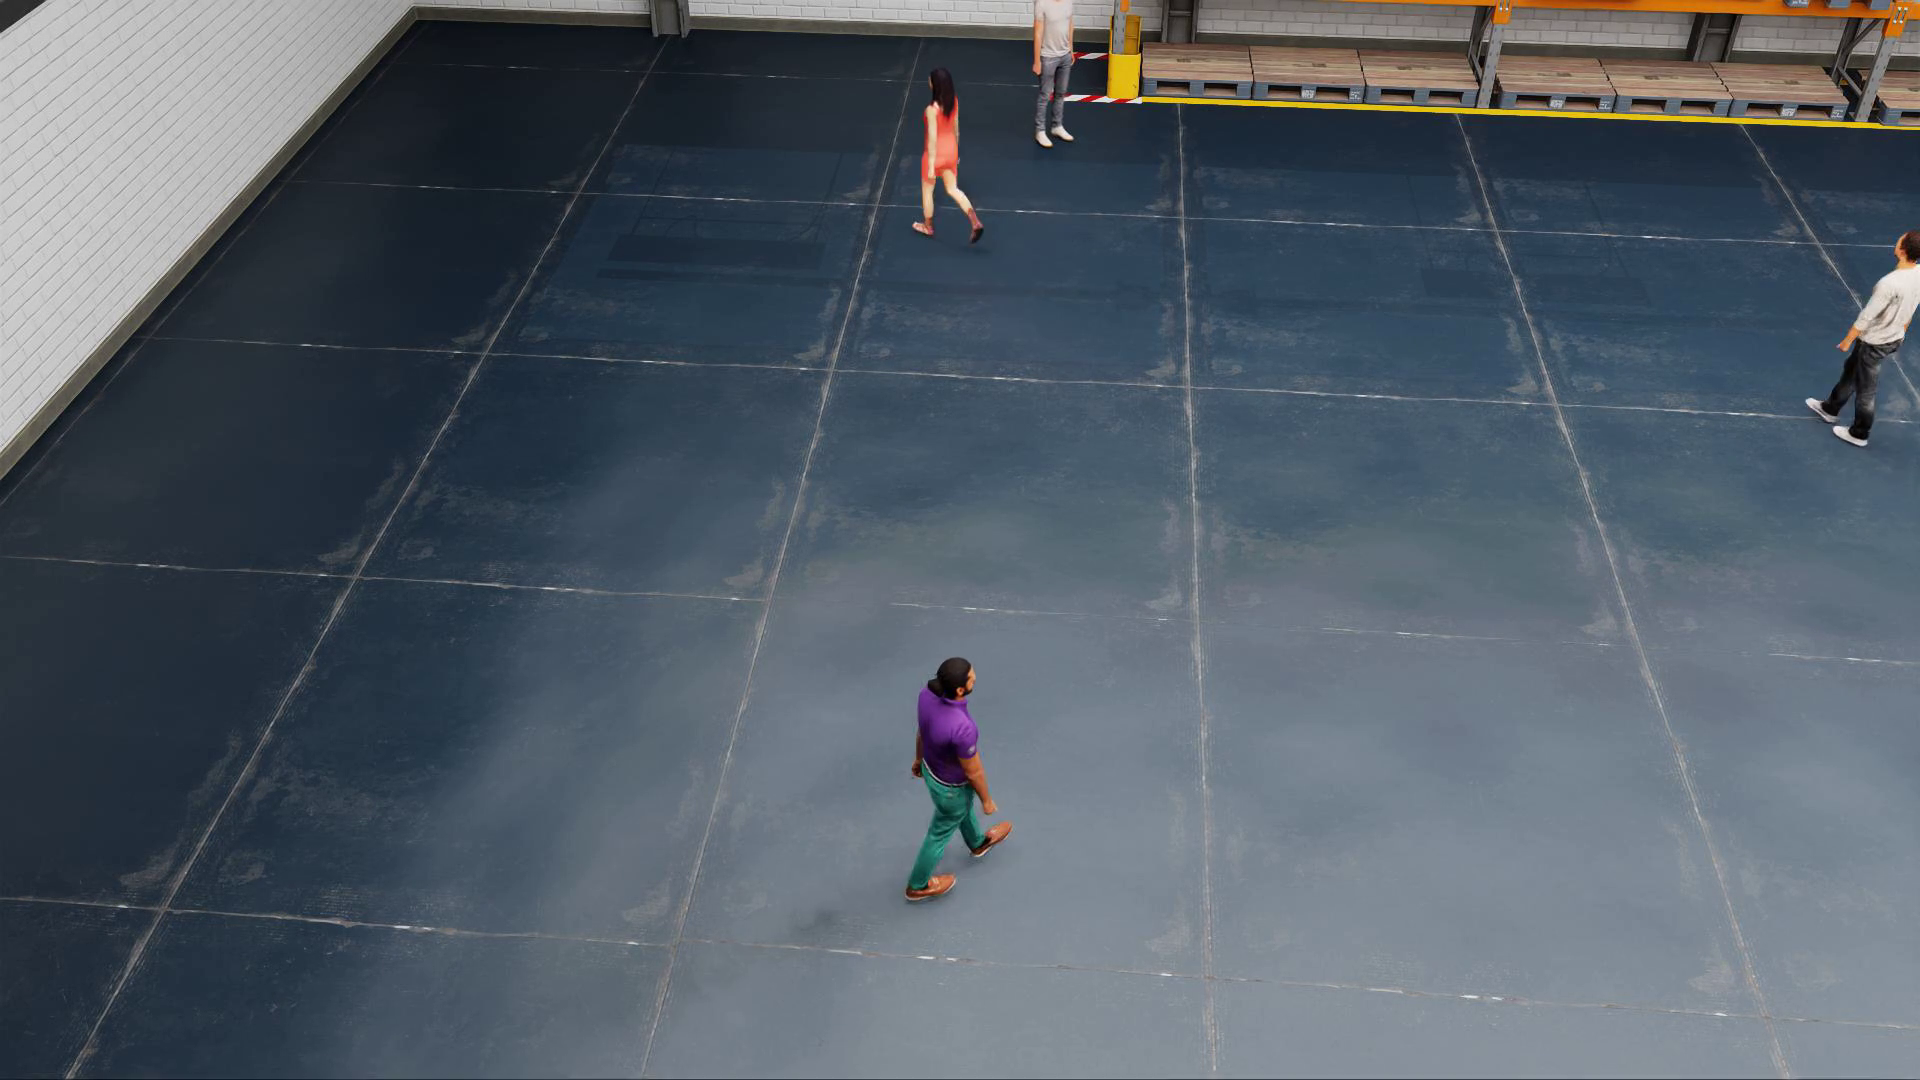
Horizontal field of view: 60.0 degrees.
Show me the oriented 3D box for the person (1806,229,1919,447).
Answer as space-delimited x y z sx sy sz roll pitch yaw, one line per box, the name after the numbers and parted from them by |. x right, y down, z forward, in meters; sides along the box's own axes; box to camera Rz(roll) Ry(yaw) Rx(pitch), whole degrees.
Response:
7.090 -1.495 12.680 0.946 1.799 0.991 -22 44 -25 | person

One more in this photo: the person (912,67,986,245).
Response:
-0.107 -3.481 15.248 1.128 1.699 0.970 27 46 30 | person

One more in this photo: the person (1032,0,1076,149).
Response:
0.949 -4.957 16.943 0.740 1.889 0.803 -27 46 -29 | person

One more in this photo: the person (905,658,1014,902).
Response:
-0.149 1.354 9.160 1.123 1.739 0.980 -18 42 -21 | person
